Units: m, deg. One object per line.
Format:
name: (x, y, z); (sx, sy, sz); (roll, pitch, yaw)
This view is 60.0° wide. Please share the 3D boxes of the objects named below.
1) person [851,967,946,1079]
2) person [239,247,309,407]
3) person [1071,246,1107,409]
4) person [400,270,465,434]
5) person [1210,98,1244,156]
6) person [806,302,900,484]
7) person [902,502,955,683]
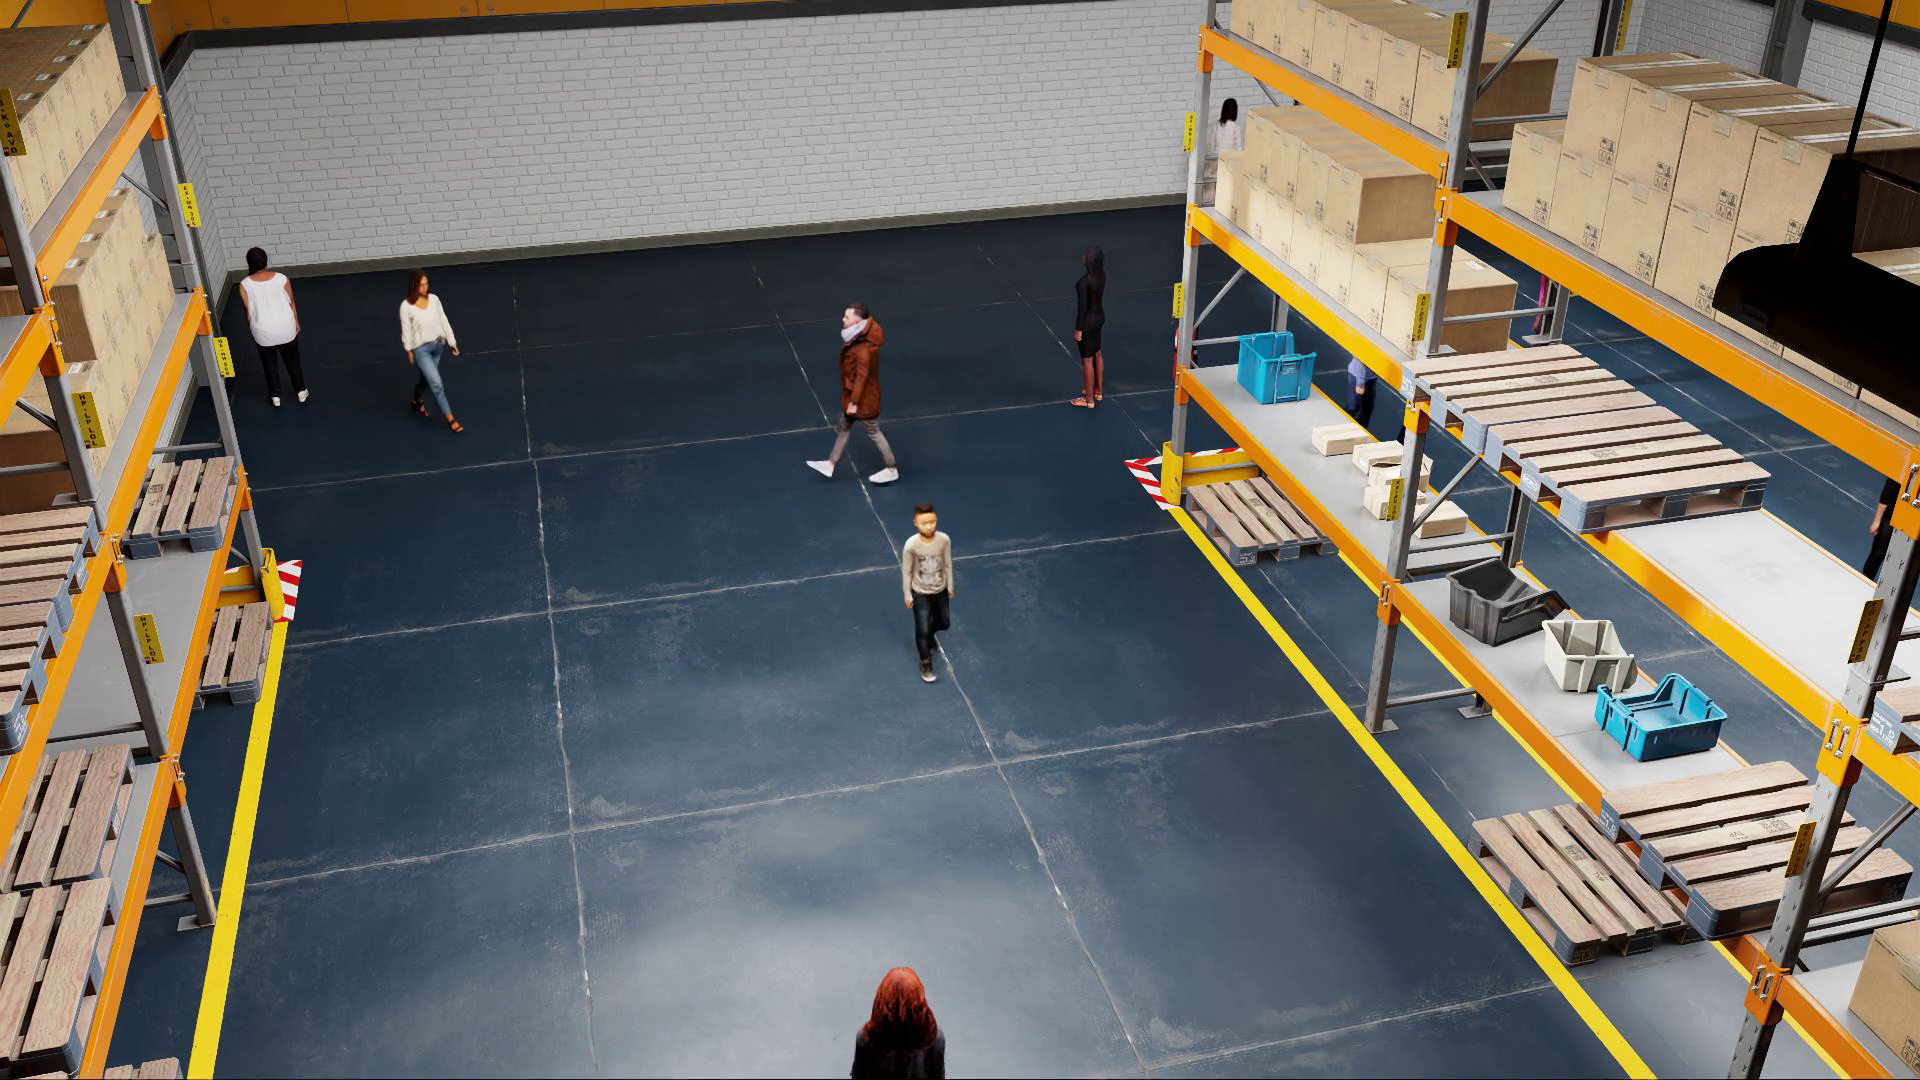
person: (-0.281, 2.827, 7.928); (0.719, 1.723, 1.167); (-3, 29, -6)
person: (-7.124, -2.224, 17.224); (0.696, 1.688, 0.652); (-12, 31, -21)
person: (1.336, -2.216, 17.176); (0.719, 1.720, 0.664); (16, 32, 27)
person: (-5.405, -1.926, 16.730); (1.165, 1.637, 1.015); (21, 35, 34)
person: (3.627, -5.214, 22.761); (0.689, 1.635, 0.768); (19, 34, 31)
person: (-0.822, -1.329, 15.477); (0.861, 1.790, 1.068); (-4, 29, -7)
person: (-0.260, 0.355, 12.743); (0.596, 1.451, 0.732); (-10, 30, -18)
